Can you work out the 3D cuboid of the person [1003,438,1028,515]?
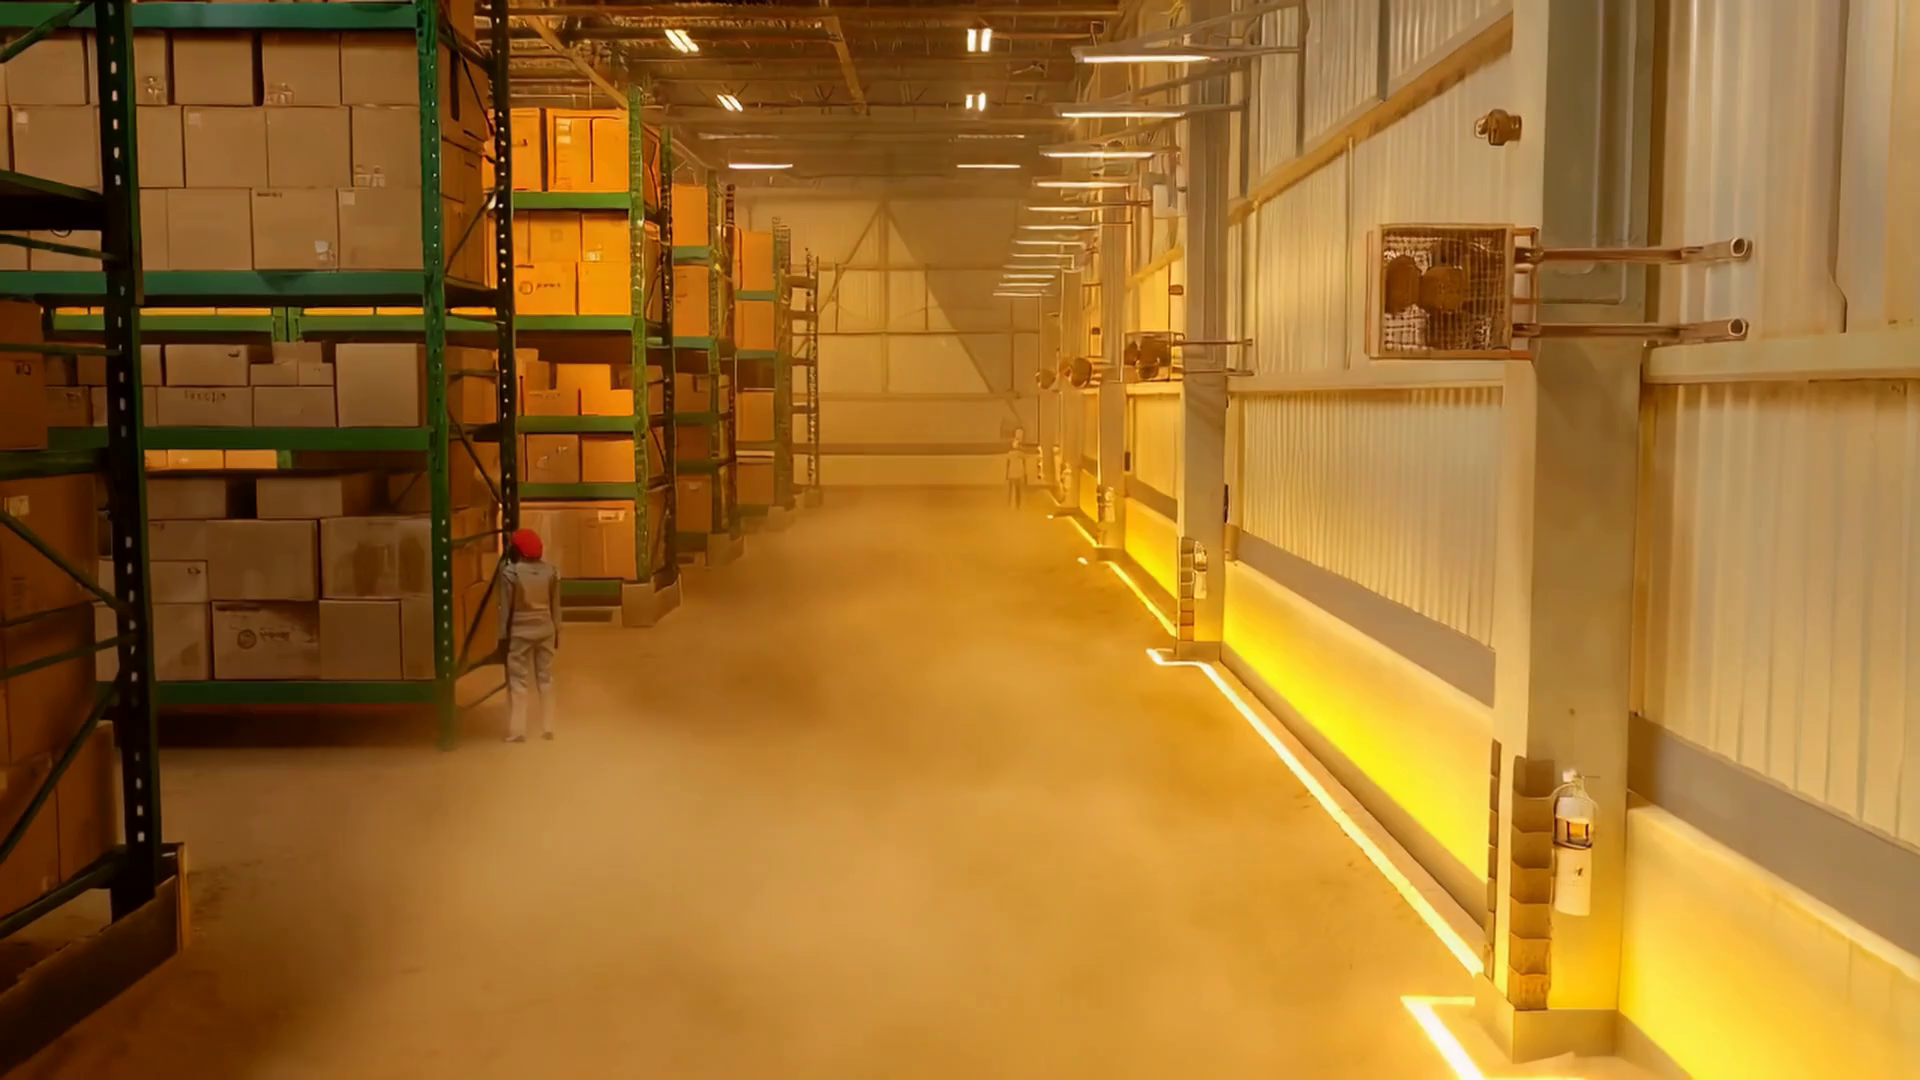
[{"bbox_3d":[1.242,-1.429,37.313,0.587,1.695,0.914,0,5,-4],"label":"person"}]

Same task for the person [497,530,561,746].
[{"bbox_3d":[-3.241,0.735,12.551,0.315,1.631,0.521,5,7,45],"label":"person"}]
